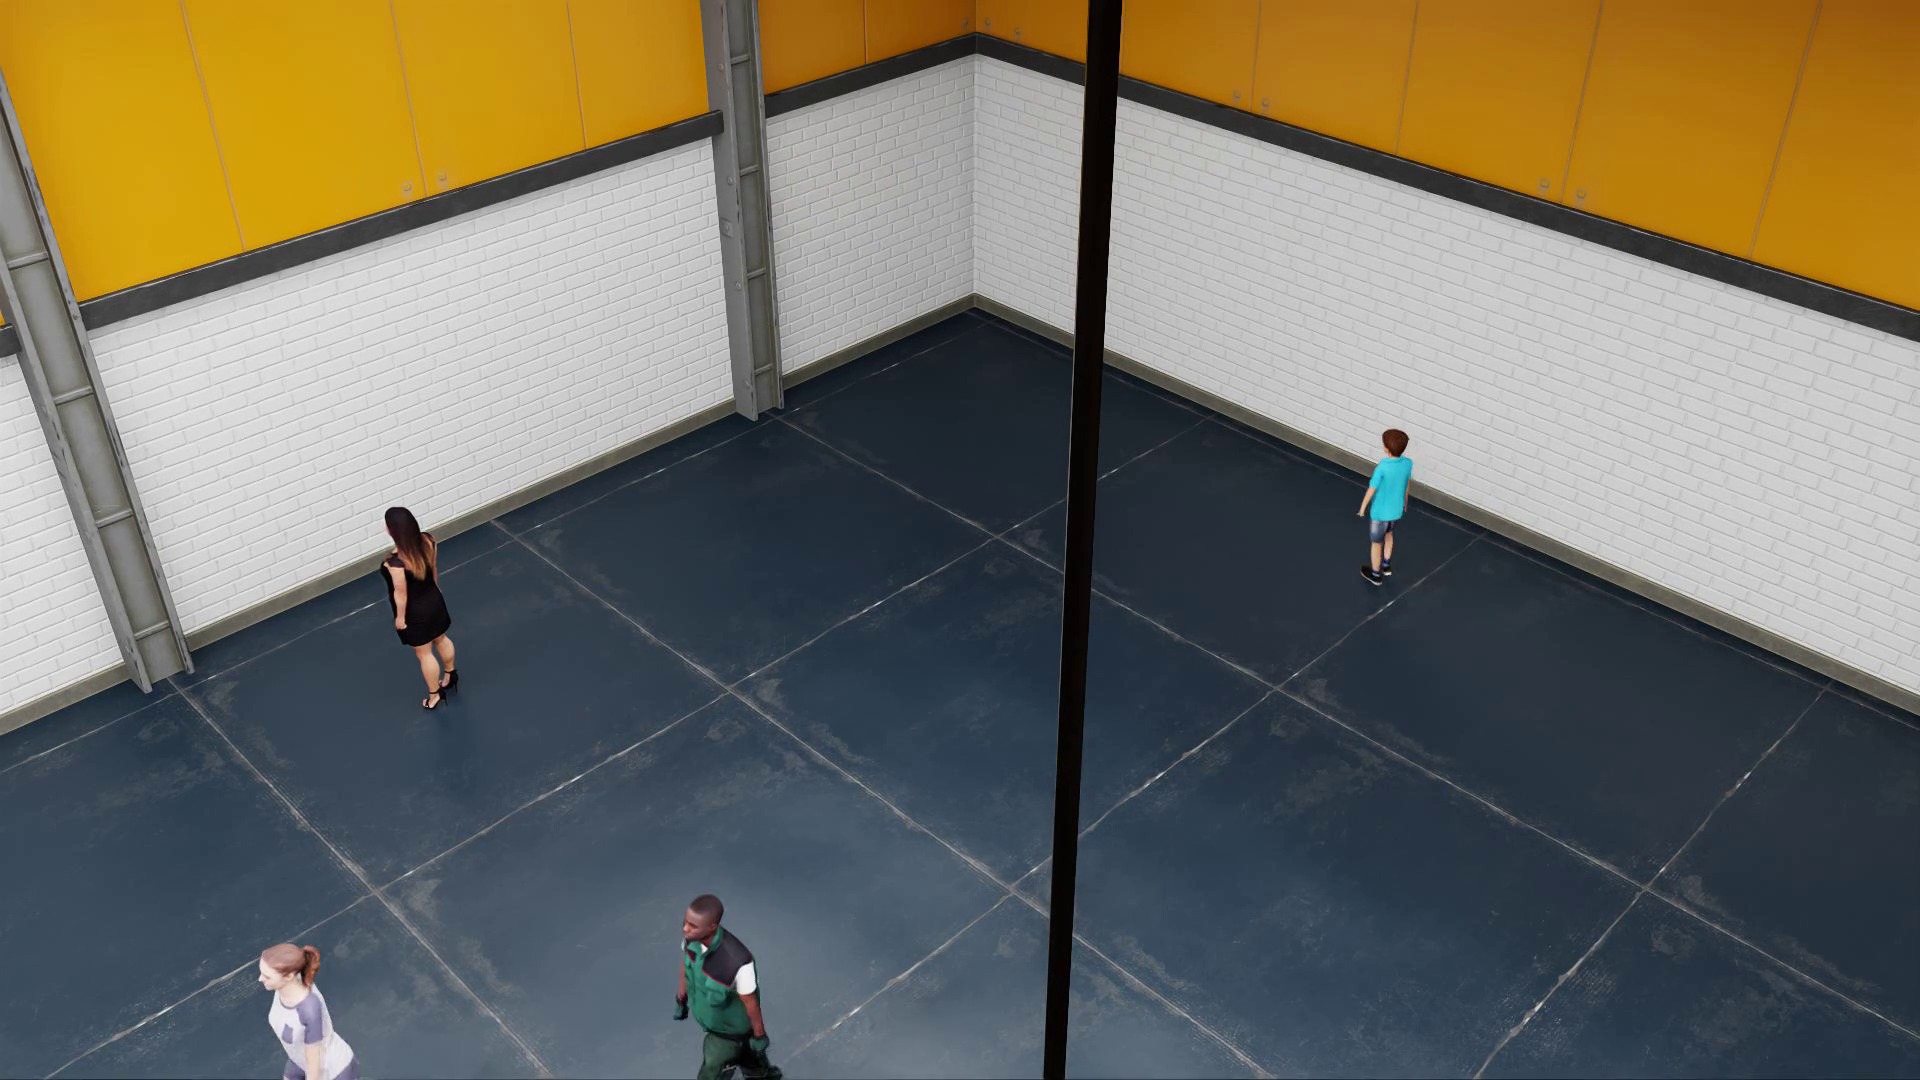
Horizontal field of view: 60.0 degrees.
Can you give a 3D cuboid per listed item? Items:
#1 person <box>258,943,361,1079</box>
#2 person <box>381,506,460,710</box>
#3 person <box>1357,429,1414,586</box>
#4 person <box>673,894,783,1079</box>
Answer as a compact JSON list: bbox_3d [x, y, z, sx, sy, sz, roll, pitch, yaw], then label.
[{"bbox_3d":[-3.306,2.740,8.861,0.551,1.743,0.914,28,43,35],"label":"person"},{"bbox_3d":[-3.969,0.496,12.259,0.807,1.718,0.694,10,35,15],"label":"person"},{"bbox_3d":[3.536,-0.245,13.622,0.554,1.444,0.674,-14,36,-20],"label":"person"},{"bbox_3d":[-1.208,2.564,9.079,1.151,1.795,0.768,-25,41,-33],"label":"person"}]
